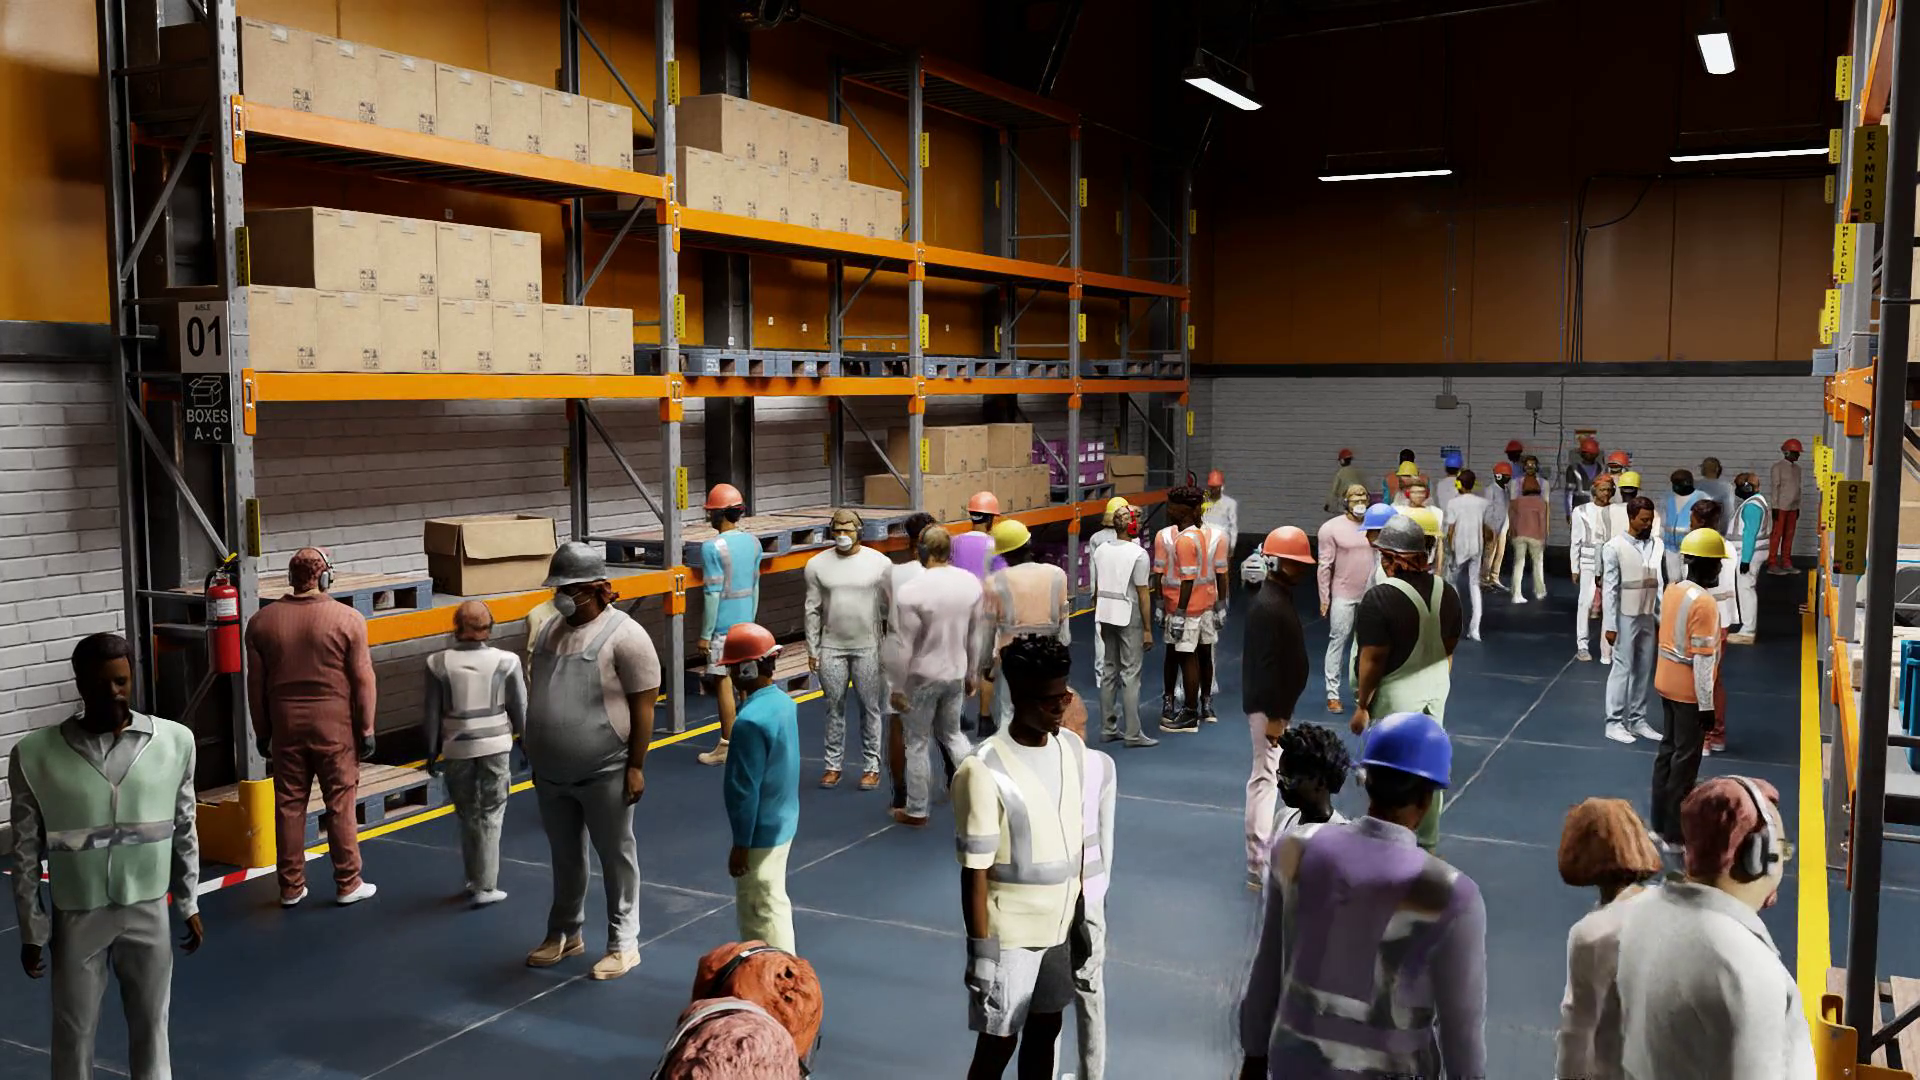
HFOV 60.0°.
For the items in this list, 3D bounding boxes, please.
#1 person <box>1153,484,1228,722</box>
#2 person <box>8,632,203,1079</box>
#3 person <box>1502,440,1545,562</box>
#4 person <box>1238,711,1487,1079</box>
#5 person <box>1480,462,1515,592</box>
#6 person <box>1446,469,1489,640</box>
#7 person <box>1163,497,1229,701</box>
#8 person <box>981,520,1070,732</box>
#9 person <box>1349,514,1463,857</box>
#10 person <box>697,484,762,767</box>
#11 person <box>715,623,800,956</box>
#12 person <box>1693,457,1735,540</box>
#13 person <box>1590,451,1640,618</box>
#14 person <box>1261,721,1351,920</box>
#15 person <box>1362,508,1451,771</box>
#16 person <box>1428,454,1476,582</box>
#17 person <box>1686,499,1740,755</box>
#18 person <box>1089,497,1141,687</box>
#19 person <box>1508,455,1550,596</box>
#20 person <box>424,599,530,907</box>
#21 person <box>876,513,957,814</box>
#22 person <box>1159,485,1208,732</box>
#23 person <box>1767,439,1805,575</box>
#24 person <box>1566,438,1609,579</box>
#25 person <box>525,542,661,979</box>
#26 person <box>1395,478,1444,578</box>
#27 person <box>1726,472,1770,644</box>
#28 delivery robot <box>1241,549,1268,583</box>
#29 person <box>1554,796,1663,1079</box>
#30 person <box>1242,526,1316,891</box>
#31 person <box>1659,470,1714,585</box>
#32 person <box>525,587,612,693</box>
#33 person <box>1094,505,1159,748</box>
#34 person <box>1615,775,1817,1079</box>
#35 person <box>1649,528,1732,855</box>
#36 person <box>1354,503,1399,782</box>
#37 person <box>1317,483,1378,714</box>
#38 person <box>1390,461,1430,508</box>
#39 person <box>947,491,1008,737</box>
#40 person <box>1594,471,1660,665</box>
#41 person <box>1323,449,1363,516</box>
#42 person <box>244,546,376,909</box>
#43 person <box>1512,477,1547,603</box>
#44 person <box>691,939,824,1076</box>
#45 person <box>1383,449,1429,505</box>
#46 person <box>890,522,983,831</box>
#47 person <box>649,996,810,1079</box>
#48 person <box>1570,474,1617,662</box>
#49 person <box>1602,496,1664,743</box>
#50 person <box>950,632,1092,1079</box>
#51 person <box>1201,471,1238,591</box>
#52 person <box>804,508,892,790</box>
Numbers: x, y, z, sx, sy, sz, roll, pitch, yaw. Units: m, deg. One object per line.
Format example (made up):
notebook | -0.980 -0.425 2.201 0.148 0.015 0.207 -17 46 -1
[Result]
person | 1.879 0.519 13.578 0.602 1.957 0.385 1 5 5
person | -2.910 1.265 5.702 0.593 1.922 0.391 -4 7 -40
person | 8.656 -0.599 25.836 0.788 1.913 0.552 5 7 42
person | 1.057 1.397 4.331 0.488 1.909 0.635 -5 7 -44
person | 7.175 -0.171 22.126 0.566 1.743 0.368 -5 7 -44
person | 5.498 0.153 18.090 0.493 1.849 0.669 0 5 -2
person | 1.979 0.488 14.509 0.901 1.827 0.564 -5 7 -41
person | 0.442 0.790 11.161 0.625 1.867 0.613 -1 5 -13
person | 2.430 0.869 9.321 0.676 2.000 0.536 -3 6 -30
person | -1.697 0.613 12.061 0.372 2.042 0.615 3 6 29
person | -0.878 1.222 7.155 0.355 1.737 0.573 1 5 10
person | 8.872 -0.021 19.621 0.433 1.906 0.683 -4 6 -34
person | 7.680 -0.048 19.505 0.618 1.986 0.408 5 7 44
person | 1.119 1.416 5.265 0.318 1.695 0.539 -2 6 -19
person | 3.125 0.725 11.692 0.572 1.896 0.588 -2 6 -18
person | 6.124 -0.121 20.730 0.603 1.901 0.976 3 6 32
person | 5.590 0.649 12.422 0.597 1.908 0.401 -5 7 -45
person | 1.415 0.480 15.105 0.489 1.741 0.321 3 6 26
person | 7.420 -0.186 21.712 0.506 1.847 0.345 2 6 22
person | -2.552 1.120 8.827 0.544 1.630 0.451 -1 5 -9
person | -0.230 0.781 10.927 0.605 1.917 0.935 2 6 18
person | 1.784 0.548 13.243 0.368 1.955 0.603 1 5 13
person | 12.024 -0.482 24.171 0.612 1.986 0.407 -3 6 -29
person | 8.806 -0.407 23.221 0.643 2.003 0.972 0 5 -1
person | -1.771 1.015 7.750 0.688 2.000 0.536 3 6 28
person | 4.534 0.306 16.521 0.586 1.824 0.657 0 5 4
person | 8.400 0.194 17.749 0.429 1.831 0.632 3 6 26
delivery robot | 3.958 0.363 22.159 0.477 0.478 0.707 2 6 18
person | 1.809 1.516 4.580 0.558 1.610 0.363 -5 7 -44
person | 1.741 0.915 9.113 0.392 1.988 0.609 2 6 16
person | 8.272 0.095 19.027 0.644 1.802 0.666 -3 6 -32
person | -2.385 0.931 10.280 0.573 1.738 0.351 -3 6 -28
person | 1.238 0.655 12.657 0.390 1.846 0.563 -4 7 -38
person | 1.606 1.468 3.716 0.561 1.885 0.671 1 5 7
person | 4.315 0.887 9.798 0.399 1.919 0.589 0 5 4
person | 2.957 0.712 11.571 0.414 1.939 0.605 2 6 22
person | 3.307 0.489 13.960 0.638 1.938 0.356 -1 5 -11
person | 5.446 -0.046 20.276 0.404 1.833 0.593 -2 6 -25
person | 0.153 0.581 13.062 0.549 1.925 0.384 3 6 28
person | 6.517 0.289 16.272 0.590 1.913 0.399 3 6 26
person | 6.169 -0.602 26.851 0.570 1.716 0.770 -3 6 -32
person | -3.405 0.985 8.798 0.646 1.907 0.401 0 5 -1
person | 7.241 -0.007 21.114 0.804 1.583 0.518 -5 7 -44
person | -0.315 1.566 2.668 0.355 1.883 0.575 5 7 41
person | 5.901 -0.251 22.043 0.590 1.917 0.396 1 5 13
person | -0.142 0.849 10.158 0.647 1.923 0.657 -4 7 -39
person | -0.327 1.592 2.361 0.650 1.894 0.402 -3 6 -30
person | 6.374 0.278 16.567 0.576 1.880 0.350 1 5 7
person | 5.192 0.608 12.859 0.599 1.909 0.398 -3 6 -28
person | 0.218 1.268 5.510 0.378 1.958 0.606 5 7 42
person | 3.117 0.002 20.428 0.561 1.715 0.887 3 6 25
person | -0.752 0.741 11.328 0.623 1.932 0.367 1 5 6
